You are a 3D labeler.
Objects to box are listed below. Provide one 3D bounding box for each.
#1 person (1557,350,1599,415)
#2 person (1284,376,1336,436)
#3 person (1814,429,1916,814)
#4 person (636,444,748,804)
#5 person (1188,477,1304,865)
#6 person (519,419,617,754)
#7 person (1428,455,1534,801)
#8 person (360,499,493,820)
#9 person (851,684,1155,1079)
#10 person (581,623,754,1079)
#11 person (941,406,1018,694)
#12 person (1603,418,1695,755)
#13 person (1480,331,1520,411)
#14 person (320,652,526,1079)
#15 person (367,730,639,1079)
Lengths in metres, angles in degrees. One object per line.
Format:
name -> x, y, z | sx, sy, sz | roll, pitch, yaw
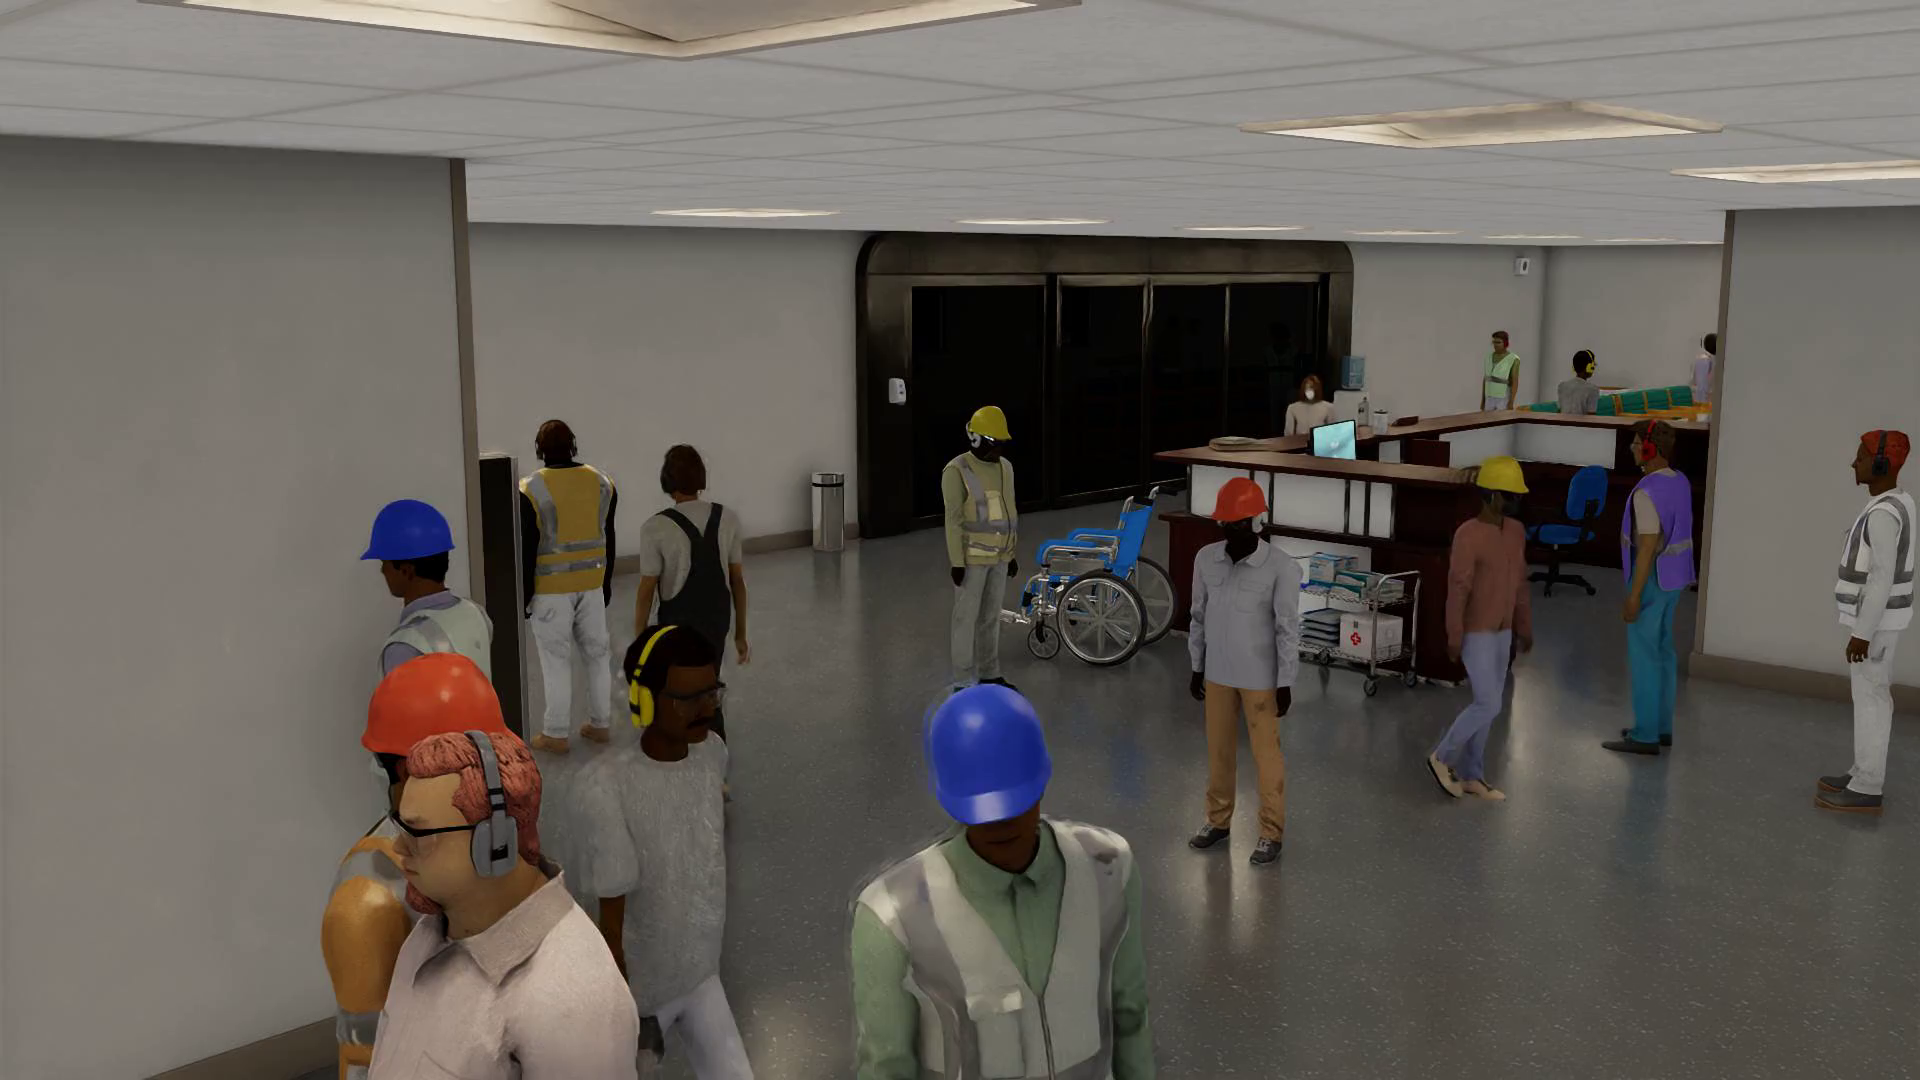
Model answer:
person -> 6.140, -0.960, 16.572 | 0.330, 1.861, 0.505 | -5, 11, -29
person -> 3.502, -0.856, 16.720 | 0.521, 1.583, 0.871 | 4, 10, 24
person -> 4.459, 0.398, 8.152 | 0.356, 1.883, 0.573 | 6, 11, 32
person -> -1.297, 0.454, 7.953 | 0.531, 1.830, 0.451 | -7, 11, -36
person -> 1.254, 0.580, 7.470 | 0.563, 1.742, 0.361 | 8, 12, 41
person -> -2.185, 0.255, 9.166 | 0.624, 1.841, 0.430 | -9, 13, -43
person -> 2.630, 0.451, 8.249 | 0.525, 1.755, 0.369 | -8, 12, -40
person -> -1.664, 0.835, 5.274 | 0.396, 1.943, 0.618 | 0, 9, 2
person -> 0.105, 1.191, 3.161 | 0.638, 1.922, 0.436 | -4, 10, -24
person -> -0.628, 1.105, 3.979 | 0.953, 1.819, 0.563 | 6, 11, 33
person -> 0.151, 0.086, 10.238 | 0.403, 1.827, 0.588 | 8, 12, 39
person -> 3.812, 0.260, 9.118 | 0.372, 1.843, 0.570 | 8, 12, 41
person -> 7.173, -1.858, 22.116 | 0.390, 1.840, 0.565 | -5, 11, -30
person -> -1.023, 1.165, 3.321 | 0.390, 1.930, 0.546 | 0, 9, 1
person -> -0.799, 1.253, 2.835 | 0.407, 1.910, 0.639 | -7, 12, -37
